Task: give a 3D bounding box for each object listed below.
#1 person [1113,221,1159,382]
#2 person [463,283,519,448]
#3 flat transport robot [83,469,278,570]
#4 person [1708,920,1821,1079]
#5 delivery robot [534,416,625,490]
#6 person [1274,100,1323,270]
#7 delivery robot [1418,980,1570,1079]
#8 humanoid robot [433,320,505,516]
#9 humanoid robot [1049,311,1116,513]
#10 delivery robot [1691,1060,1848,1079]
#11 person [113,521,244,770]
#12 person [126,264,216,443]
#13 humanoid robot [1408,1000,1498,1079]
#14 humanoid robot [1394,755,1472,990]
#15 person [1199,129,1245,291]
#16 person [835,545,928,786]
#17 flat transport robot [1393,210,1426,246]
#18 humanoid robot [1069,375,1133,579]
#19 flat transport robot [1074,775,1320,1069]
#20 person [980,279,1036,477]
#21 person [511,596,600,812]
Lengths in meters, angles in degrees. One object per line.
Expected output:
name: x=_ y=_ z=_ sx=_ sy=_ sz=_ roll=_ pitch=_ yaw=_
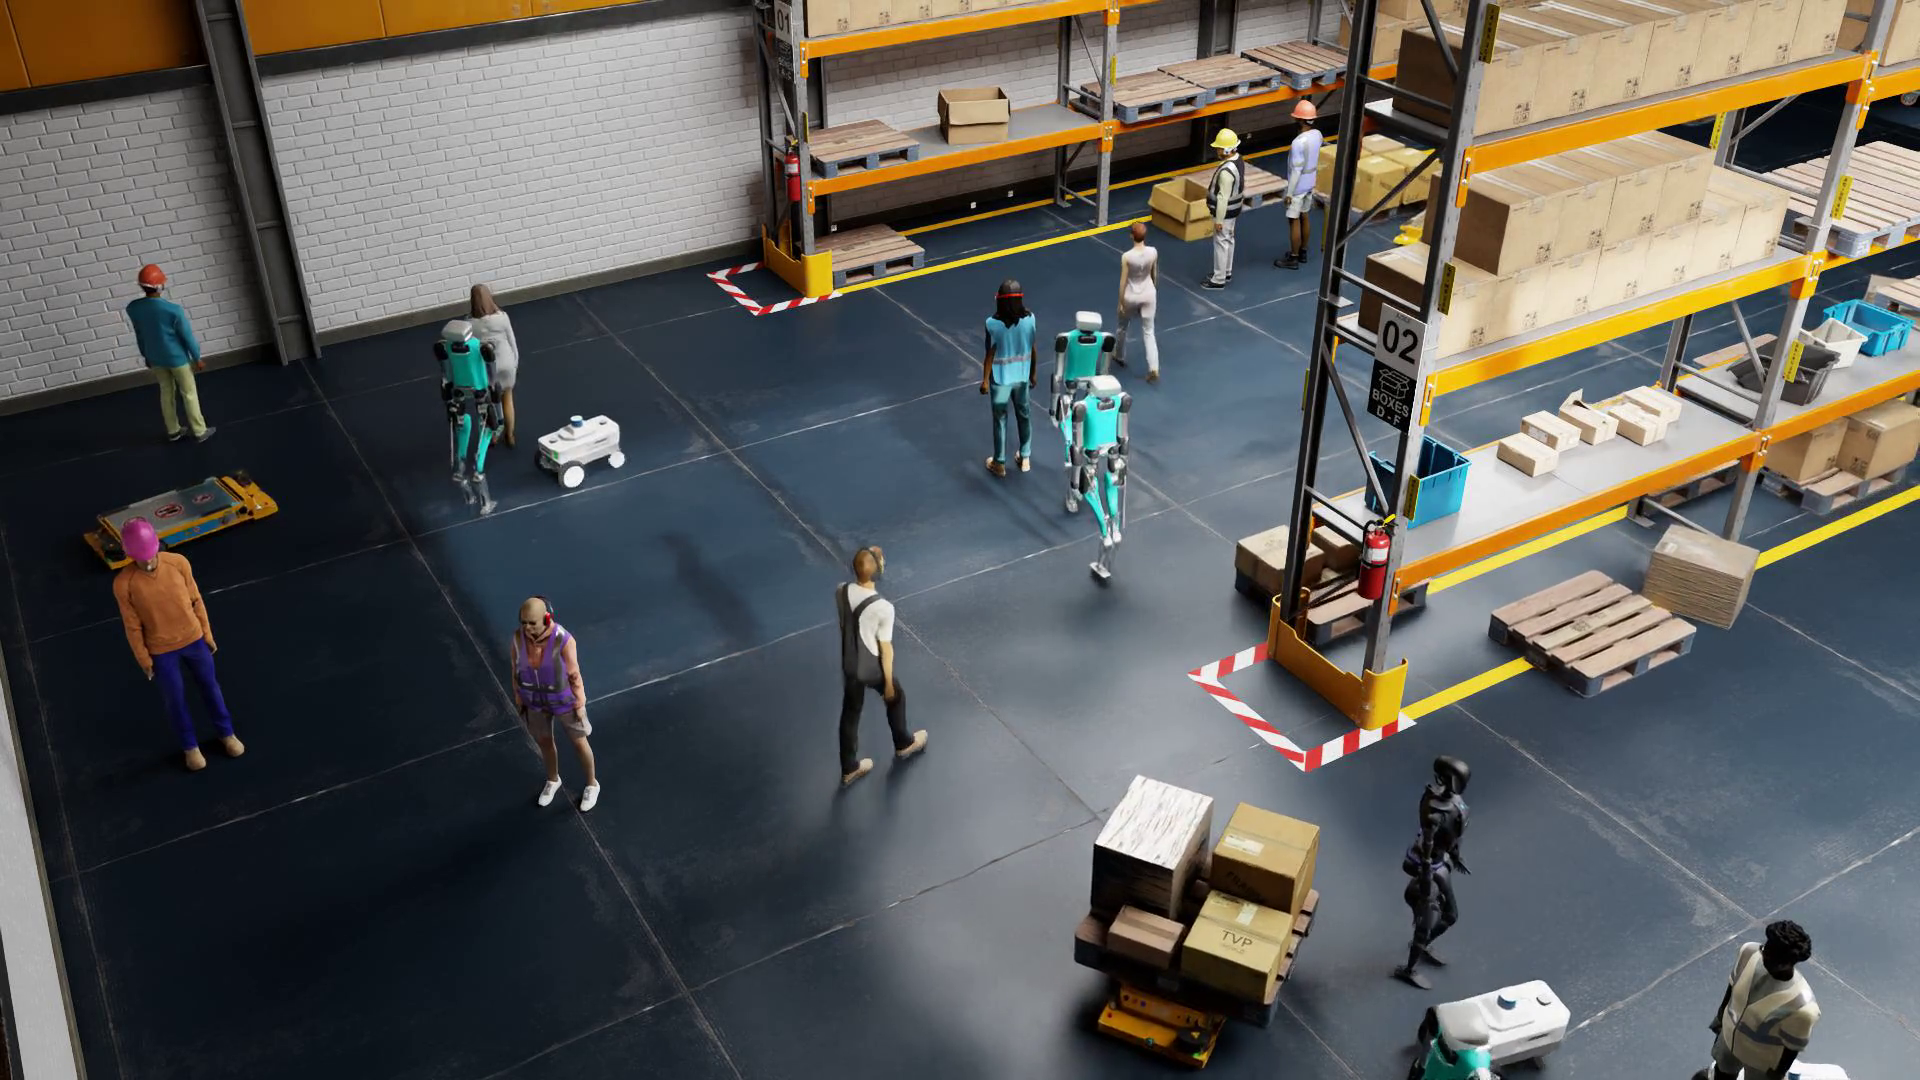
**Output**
person: x=1.793 y=-2.399 z=16.619 sx=0.435 sy=1.627 sz=0.800 roll=-7 pitch=33 yaw=-12
person: x=-4.305 y=-1.589 z=15.314 sx=0.508 sy=1.651 sz=0.375 roll=-14 pitch=35 yaw=-21
flat transport robot: x=-6.743 y=-0.191 z=14.388 sx=1.431 sy=0.231 sz=0.659 roll=-26 pitch=40 yaw=-35
person: x=4.094 y=2.607 z=8.584 sx=0.320 sy=1.693 sz=0.532 roll=-9 pitch=33 yaw=-14
delivery robot: x=-3.470 y=-0.850 z=15.158 sx=0.773 sy=0.582 sz=0.499 roll=-26 pitch=40 yaw=-35
person: x=3.854 y=-4.046 z=18.967 sx=0.375 sy=1.936 sz=0.547 roll=23 pitch=39 yaw=32
delivery robot: x=3.014 y=2.778 z=9.396 sx=0.779 sy=0.607 sz=0.522 roll=-10 pitch=33 yaw=-15
humanoid robot: x=-4.215 y=-0.946 z=14.215 sx=0.542 sy=1.798 sz=0.713 roll=4 pitch=32 yaw=7
humanoid robot: x=1.086 y=-1.046 z=14.399 sx=0.582 sy=1.776 sz=0.893 roll=-6 pitch=33 yaw=-9
delivery robot: x=4.398 y=3.037 z=8.970 sx=0.789 sy=0.593 sz=0.499 roll=1 pitch=32 yaw=2
person: x=-5.376 y=0.704 z=11.366 sx=0.519 sy=1.972 sz=0.404 roll=-24 pitch=39 yaw=-33
person: x=-7.326 y=-1.724 z=15.441 sx=0.572 sy=1.746 sz=0.341 roll=5 pitch=32 yaw=7
humanoid robot: x=2.100 y=2.964 z=8.021 sx=0.685 sy=1.845 sz=0.530 roll=-7 pitch=33 yaw=-10
humanoid robot: x=2.766 y=1.929 z=9.673 sx=0.334 sy=1.650 sz=0.589 roll=19 pitch=37 yaw=27
person: x=2.928 y=-3.668 z=18.473 sx=0.403 sy=1.824 sz=0.591 roll=11 pitch=34 yaw=18
person: x=-0.553 y=0.804 z=11.346 sx=0.538 sy=1.809 sz=0.853 roll=23 pitch=39 yaw=32
flat transport robot: x=5.877 y=-3.795 z=20.136 sx=0.659 sy=0.231 sz=1.431 roll=23 pitch=39 yaw=32
humanoid robot: x=1.213 y=-0.391 z=13.375 sx=0.535 sy=1.844 sz=0.740 roll=-14 pitch=35 yaw=-21
flat transport robot: x=1.400 y=2.525 z=10.056 sx=0.659 sy=0.231 sz=1.431 roll=15 pitch=35 yaw=22
person: x=0.442 y=-1.438 z=14.875 sx=0.520 sy=1.865 sz=0.390 roll=-10 pitch=34 yaw=-16
person: x=-2.704 y=1.078 z=11.031 sx=0.486 sy=1.686 sz=0.351 roll=5 pitch=32 yaw=8
